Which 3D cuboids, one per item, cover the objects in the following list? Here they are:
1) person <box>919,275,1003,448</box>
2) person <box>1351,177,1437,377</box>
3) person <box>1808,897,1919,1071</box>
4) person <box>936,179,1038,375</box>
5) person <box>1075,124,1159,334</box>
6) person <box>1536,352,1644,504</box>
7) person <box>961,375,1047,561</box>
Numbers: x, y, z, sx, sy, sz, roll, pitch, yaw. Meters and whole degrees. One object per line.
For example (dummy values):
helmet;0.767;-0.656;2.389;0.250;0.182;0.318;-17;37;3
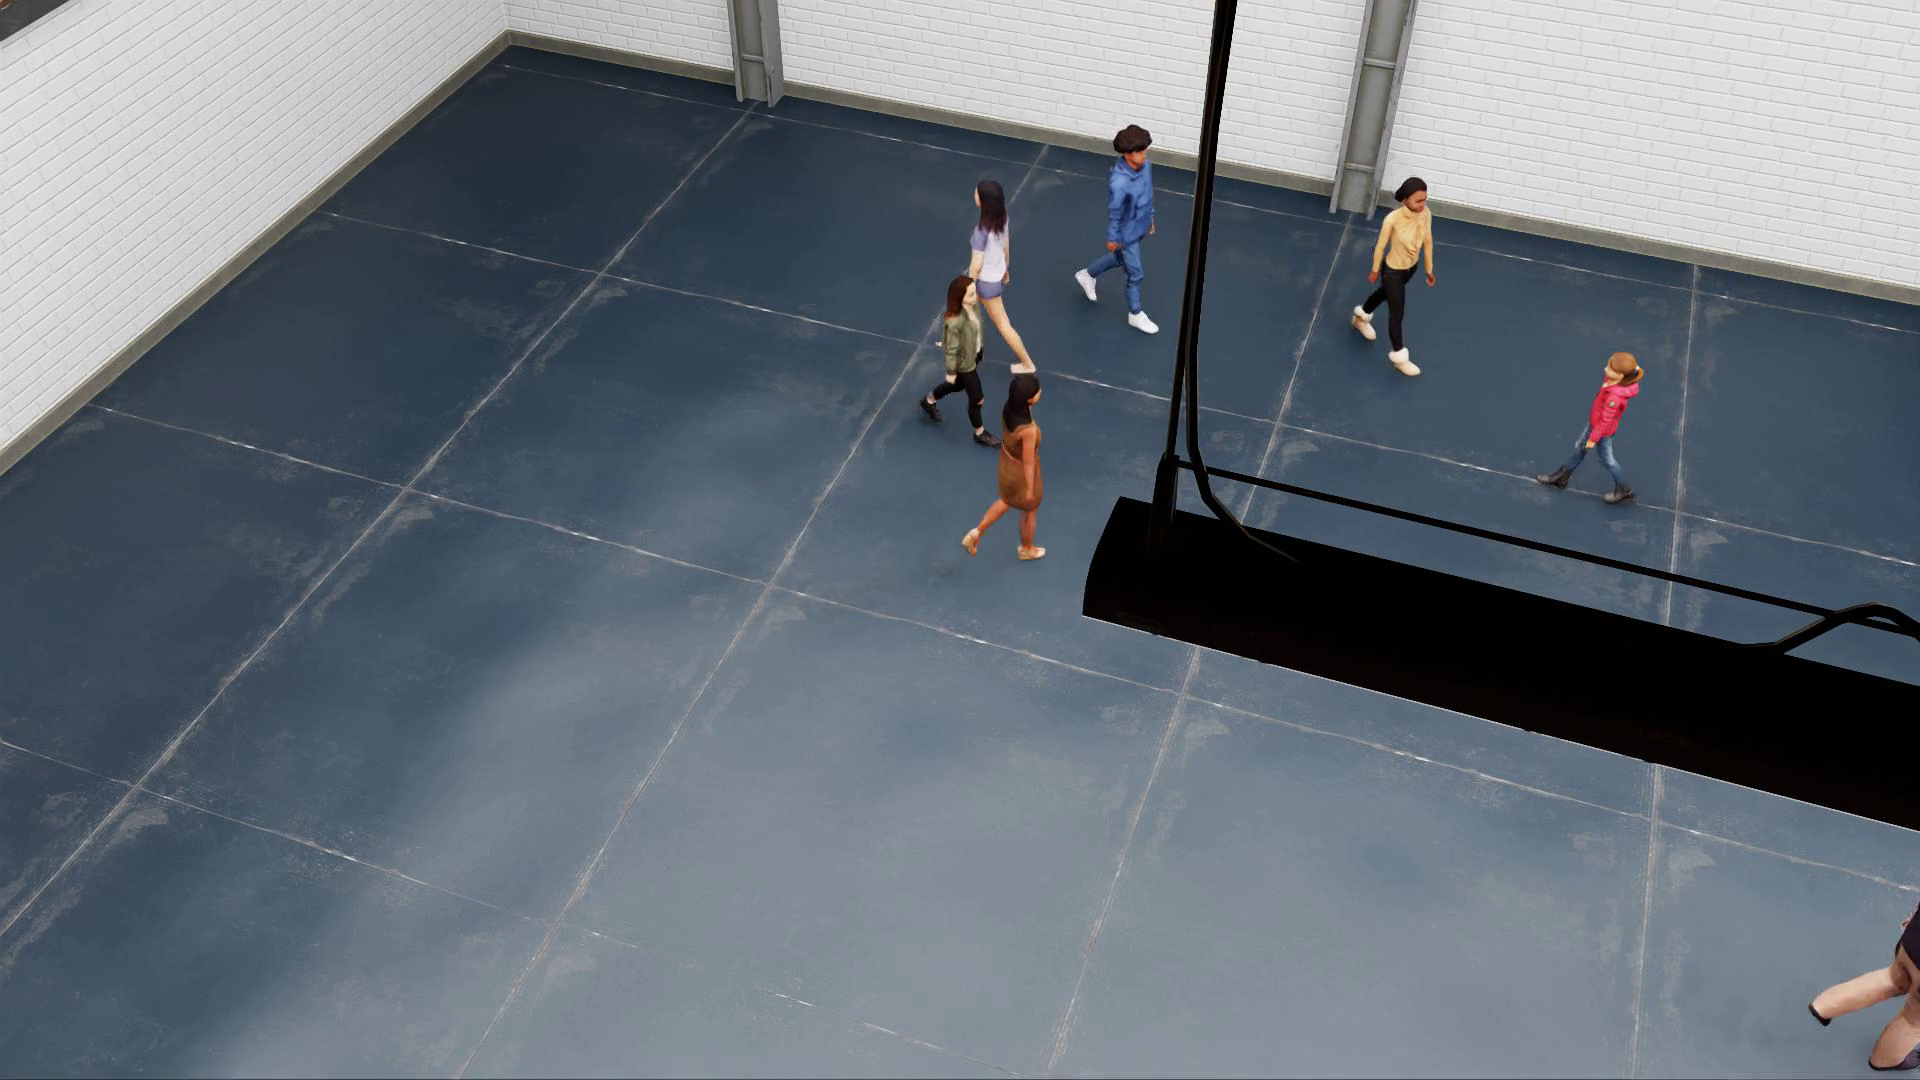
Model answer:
person;-0.025;-1.362;12.480;0.967;1.452;0.628;17;46;17
person;3.438;-2.188;13.227;1.033;1.617;1.152;-21;48;-21
person;4.912;2.146;8.526;0.993;1.826;0.875;-2;44;-3
person;0.298;-2.000;12.977;1.143;1.689;0.657;18;47;18
person;1.303;-2.572;13.509;1.163;1.785;0.844;24;48;23
person;4.714;-0.785;11.995;0.928;1.286;0.528;13;45;13
person;0.336;-0.439;11.349;0.962;1.675;0.878;-14;45;-14
